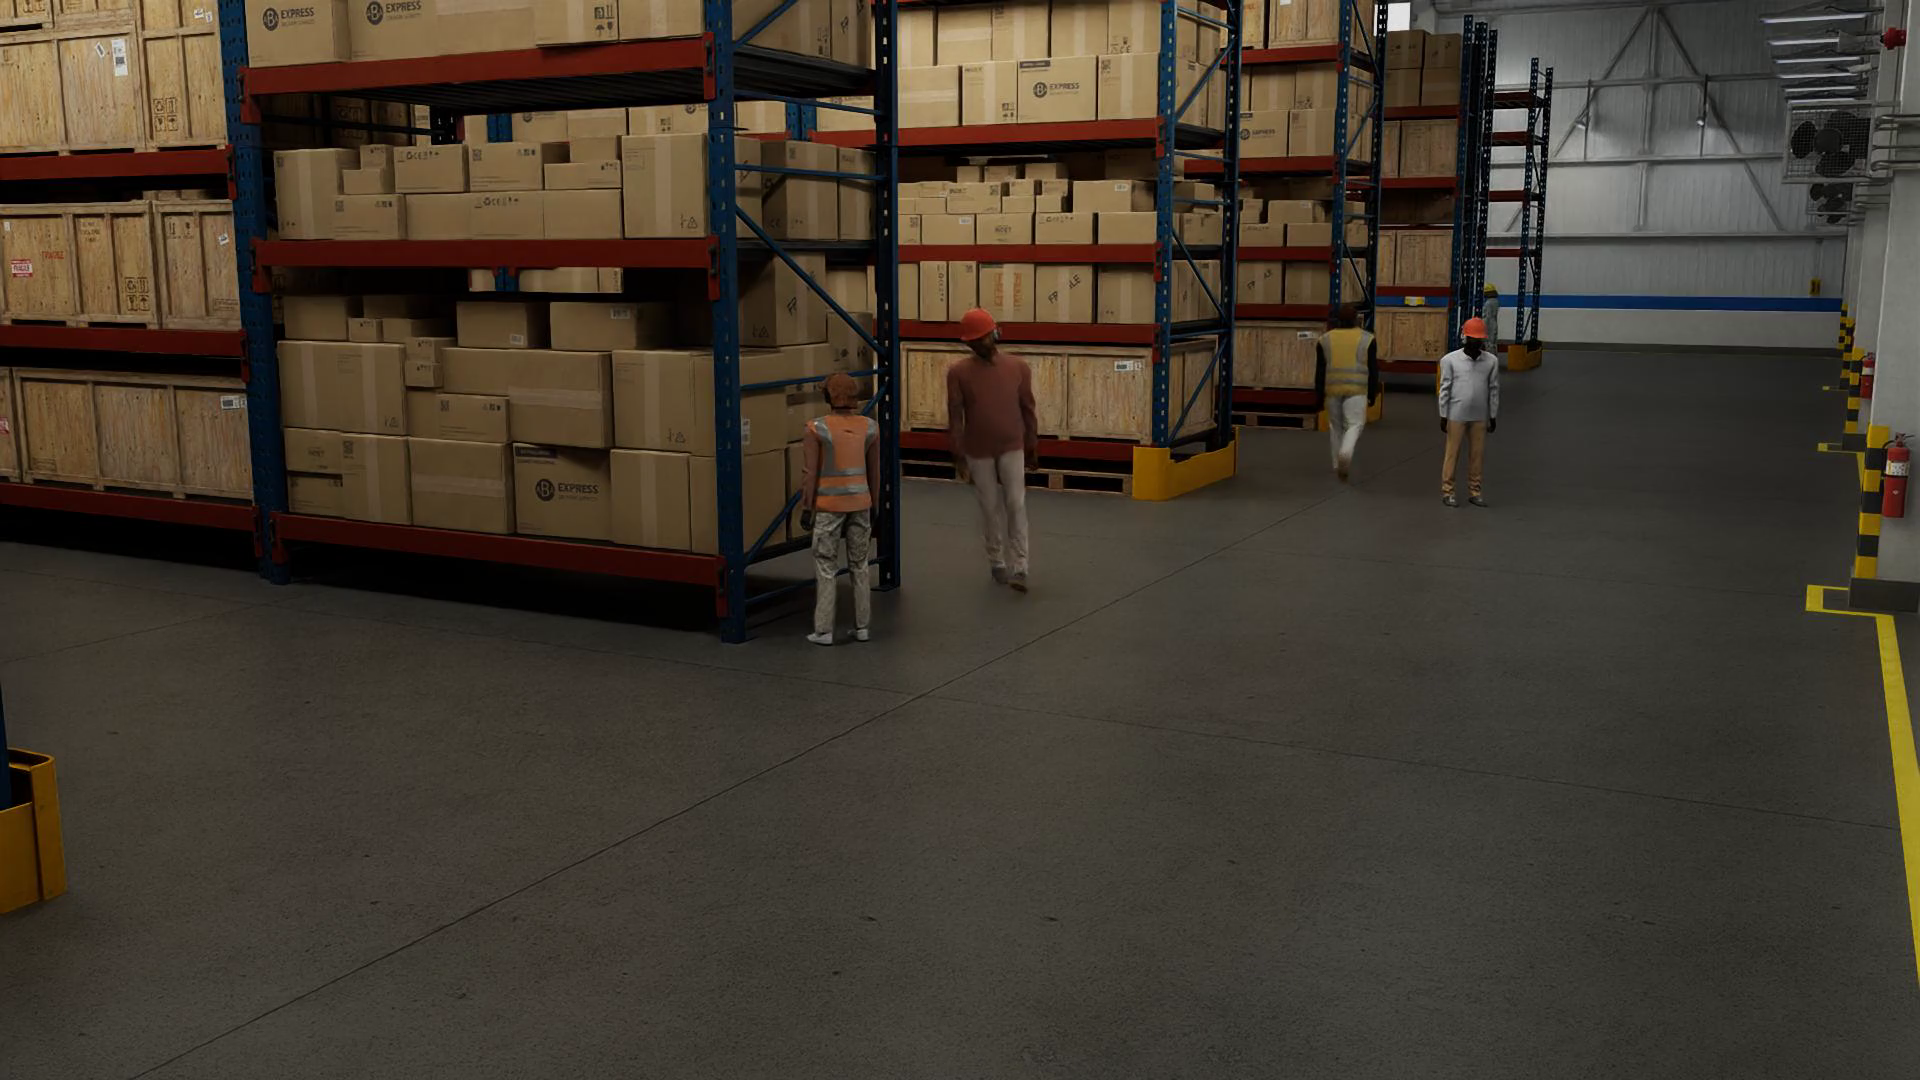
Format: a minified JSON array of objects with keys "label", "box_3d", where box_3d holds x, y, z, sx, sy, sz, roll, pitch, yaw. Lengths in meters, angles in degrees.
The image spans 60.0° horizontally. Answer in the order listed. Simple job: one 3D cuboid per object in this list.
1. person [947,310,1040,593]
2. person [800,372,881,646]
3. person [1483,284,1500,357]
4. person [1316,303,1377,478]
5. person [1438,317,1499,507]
[{"label":"person","box_3d":[0.243,-0.595,11.424,0.650,1.937,0.929,0,10,-1]},{"label":"person","box_3d":[-0.702,-0.181,9.914,0.523,1.631,0.317,-6,11,-31]},{"label":"person","box_3d":[10.289,-4.110,32.355,0.309,1.735,0.484,8,12,38]},{"label":"person","box_3d":[3.963,-1.528,17.140,0.617,1.825,0.724,5,11,25]},{"label":"person","box_3d":[4.674,-1.166,15.272,0.565,1.745,0.349,-1,10,-5]}]
